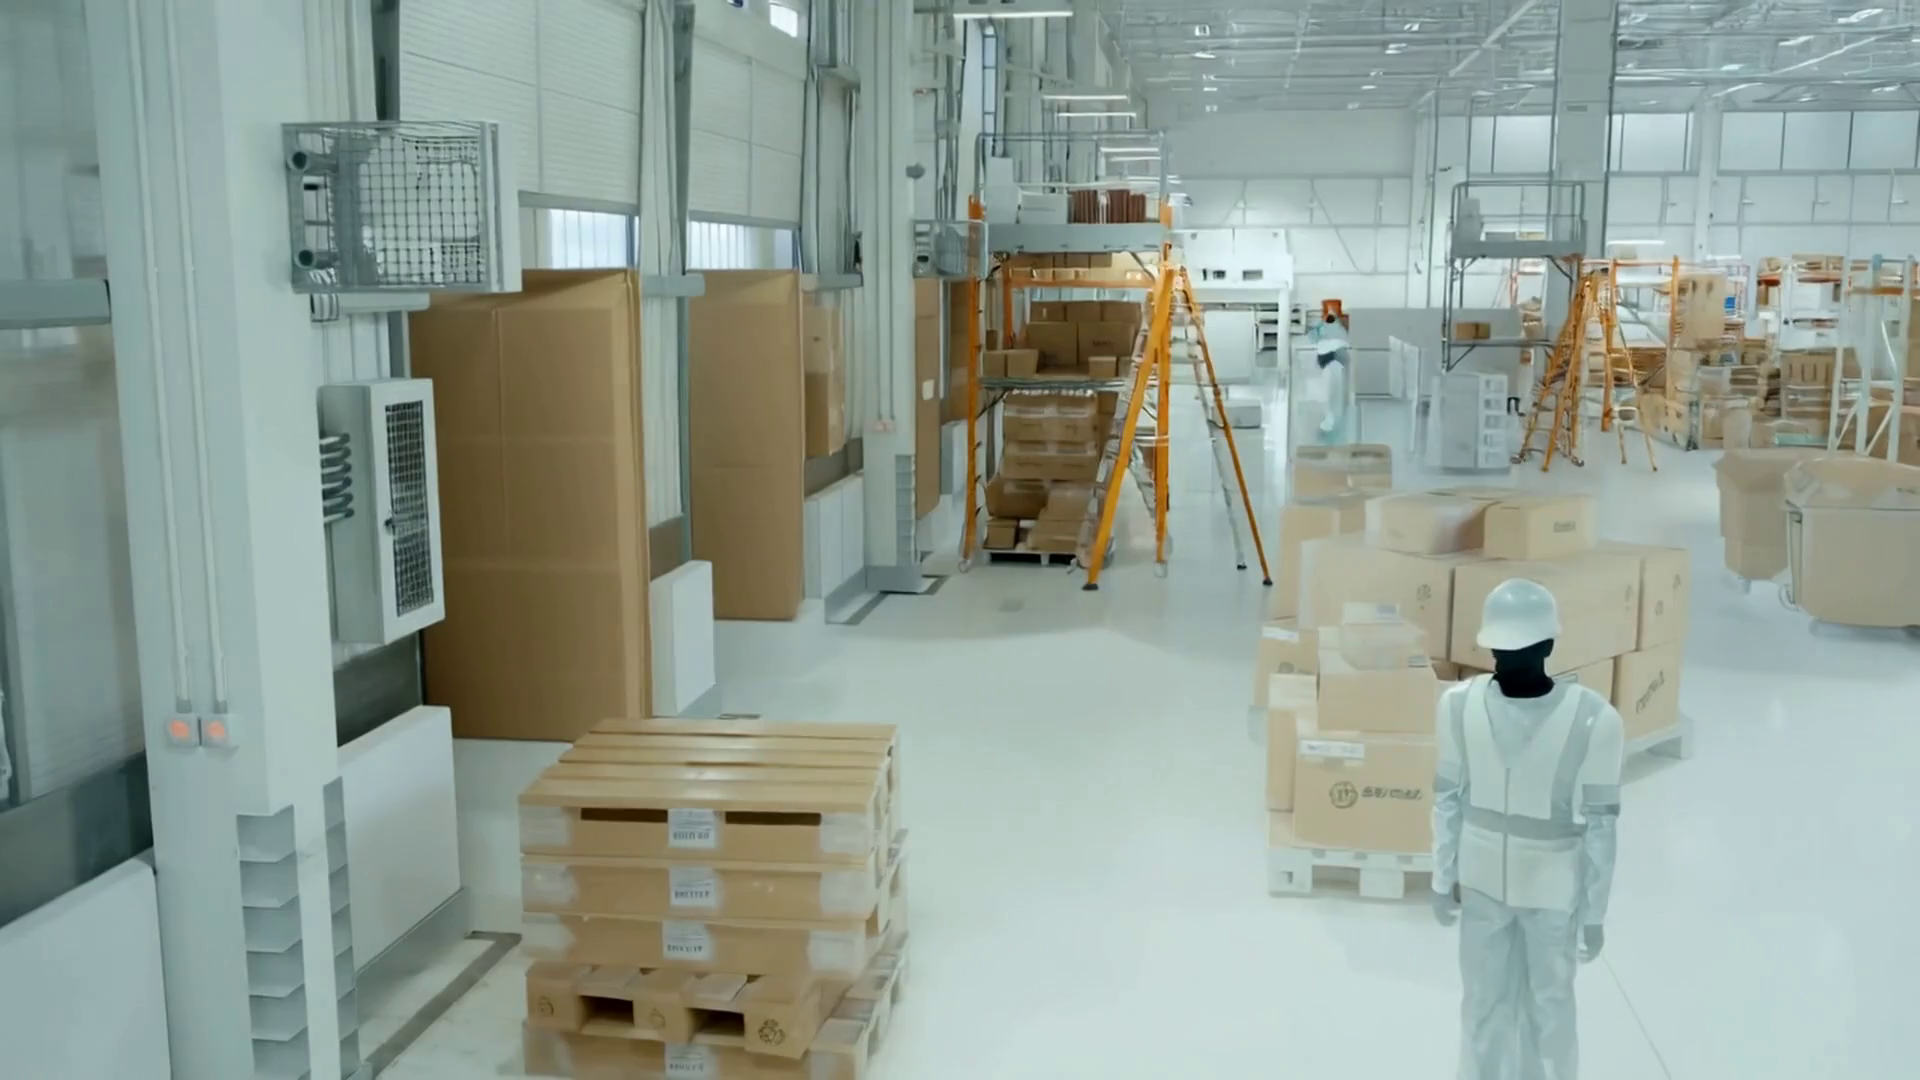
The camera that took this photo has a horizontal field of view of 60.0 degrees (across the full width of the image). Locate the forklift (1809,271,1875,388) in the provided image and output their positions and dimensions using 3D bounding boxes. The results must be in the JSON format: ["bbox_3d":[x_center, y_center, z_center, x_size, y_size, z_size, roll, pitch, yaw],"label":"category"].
[{"bbox_3d":[20.703,-4.781,38.250,1.873,2.768,1.129,1,9,9],"label":"forklift"}]

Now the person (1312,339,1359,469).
[{"bbox_3d":[5.235,-1.864,23.275,0.643,1.905,0.618,3,10,18],"label":"person"}]

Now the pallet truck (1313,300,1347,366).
[{"bbox_3d":[11.159,-6.200,49.718,0.823,1.965,1.885,4,10,26],"label":"pallet truck"}]

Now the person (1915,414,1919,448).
[{"bbox_3d":[15.606,-2.339,26.704,0.319,1.739,0.484,9,13,43],"label":"person"}]

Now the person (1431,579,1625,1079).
[{"bbox_3d":[1.728,1.064,5.170,0.584,1.920,0.395,7,12,38],"label":"person"}]

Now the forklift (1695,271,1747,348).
[{"bbox_3d":[21.407,-6.275,47.469,1.873,2.768,1.129,-3,10,-17],"label":"forklift"}]

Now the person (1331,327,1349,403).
[{"bbox_3d":[8.096,-3.707,35.396,0.885,1.641,0.544,-6,11,-33],"label":"person"}]

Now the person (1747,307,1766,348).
[{"bbox_3d":[20.148,-4.941,42.153,0.627,1.934,0.371,-8,12,-40],"label":"person"}]
